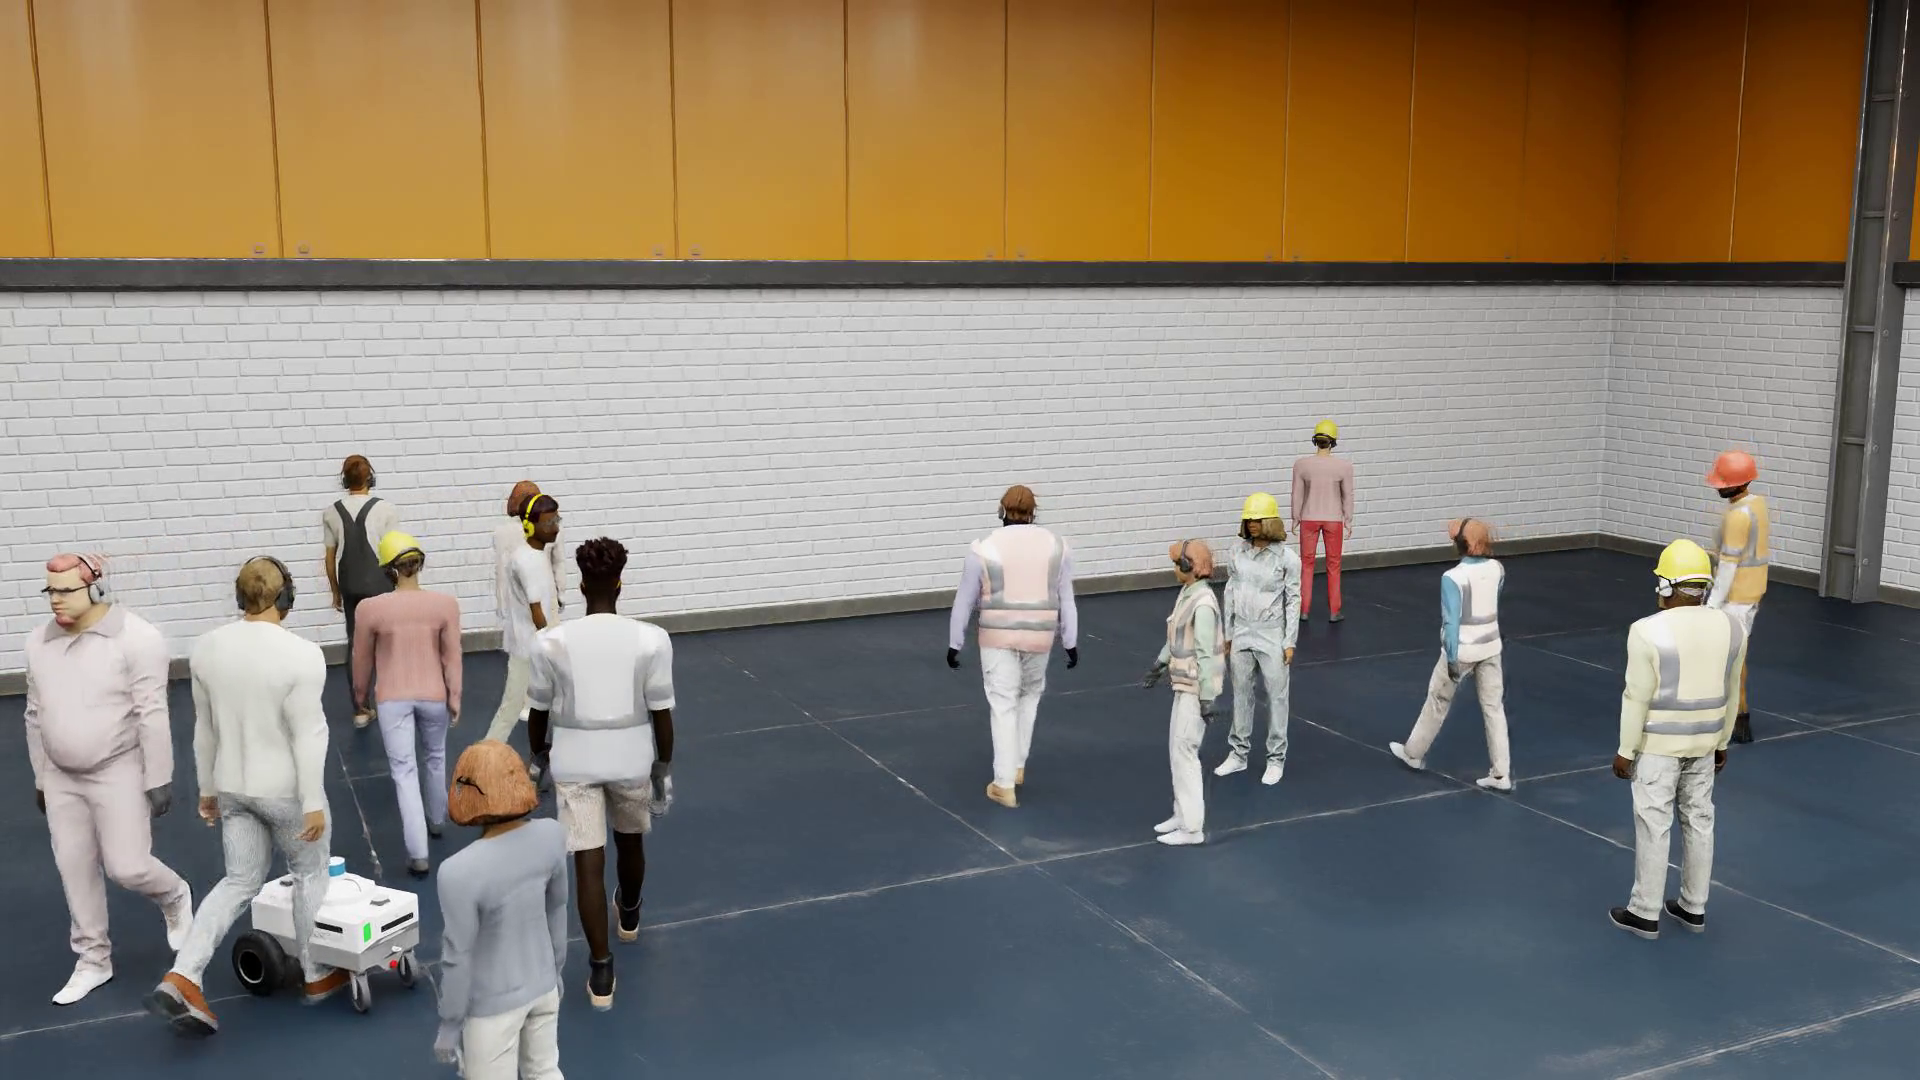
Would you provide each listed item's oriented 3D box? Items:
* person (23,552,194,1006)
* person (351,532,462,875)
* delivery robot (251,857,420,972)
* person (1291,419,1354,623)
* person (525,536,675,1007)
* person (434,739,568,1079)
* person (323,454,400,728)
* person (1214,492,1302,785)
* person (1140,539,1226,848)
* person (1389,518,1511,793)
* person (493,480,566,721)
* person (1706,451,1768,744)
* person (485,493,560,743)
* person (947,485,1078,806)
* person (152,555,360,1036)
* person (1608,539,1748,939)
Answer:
[{"bbox_3d":[-3.615,0.967,7.034,0.661,1.887,0.591,1,9,8],"label":"person"},{"bbox_3d":[-2.831,0.815,8.551,0.523,1.711,0.874,-5,11,-29],"label":"person"},{"bbox_3d":[-2.640,1.586,7.033,0.707,0.478,0.477,4,10,25],"label":"delivery robot"},{"bbox_3d":[3.136,-0.160,14.411,0.535,1.767,0.315,3,10,17],"label":"person"},{"bbox_3d":[-1.551,0.931,7.170,0.610,1.919,0.974,-3,10,-18],"label":"person"},{"bbox_3d":[-1.388,1.409,5.087,0.269,1.633,0.504,5,10,28],"label":"person"},{"bbox_3d":[-3.932,0.346,11.062,0.556,1.834,0.395,0,9,0],"label":"person"},{"bbox_3d":[1.778,0.580,9.890,0.487,1.744,0.312,7,12,39],"label":"person"},{"bbox_3d":[1.187,0.803,8.895,0.453,1.619,0.555,0,9,1],"label":"person"},{"bbox_3d":[2.972,0.658,9.867,0.520,1.595,0.828,-5,10,-27],"label":"person"},{"bbox_3d":[-2.912,0.408,11.294,0.497,1.633,0.285,-6,11,-33],"label":"person"},{"bbox_3d":[5.032,0.367,10.766,0.392,1.894,0.660,8,12,39],"label":"person"},{"bbox_3d":[-2.311,0.633,9.355,1.024,1.803,0.513,0,9,0],"label":"person"},{"bbox_3d":[0.294,0.587,9.638,0.746,1.804,0.691,-2,9,-12],"label":"person"},{"bbox_3d":[-2.867,1.026,6.674,0.630,1.910,0.857,3,10,18],"label":"person"},{"bbox_3d":[3.251,0.906,7.590,0.596,1.832,0.404,-2,9,-15],"label":"person"}]
